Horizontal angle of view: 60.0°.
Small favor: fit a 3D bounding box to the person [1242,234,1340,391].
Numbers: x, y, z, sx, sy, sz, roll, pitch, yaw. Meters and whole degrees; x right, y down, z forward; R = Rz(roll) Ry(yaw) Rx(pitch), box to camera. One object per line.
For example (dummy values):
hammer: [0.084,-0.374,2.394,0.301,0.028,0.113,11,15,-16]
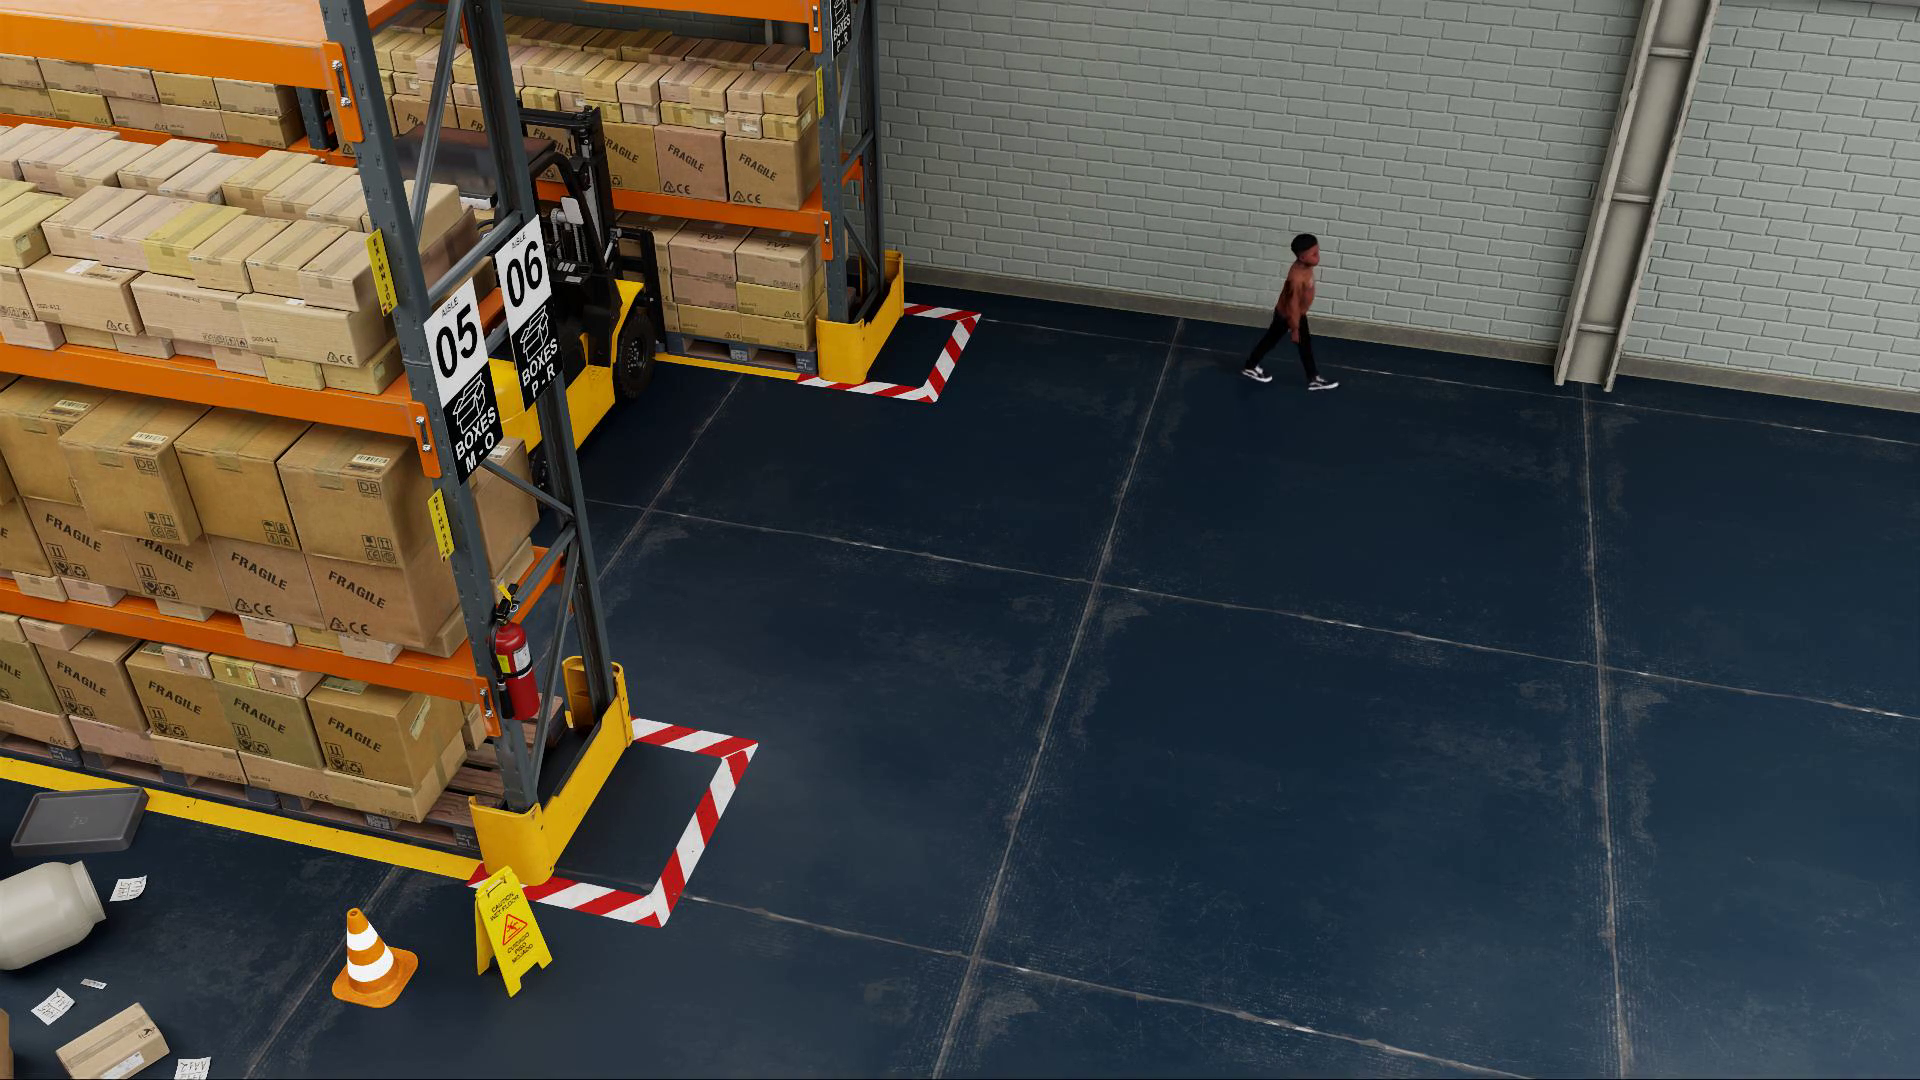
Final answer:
person: [2.282,-1.607,11.796,0.962,1.212,0.633,15,40,19]
